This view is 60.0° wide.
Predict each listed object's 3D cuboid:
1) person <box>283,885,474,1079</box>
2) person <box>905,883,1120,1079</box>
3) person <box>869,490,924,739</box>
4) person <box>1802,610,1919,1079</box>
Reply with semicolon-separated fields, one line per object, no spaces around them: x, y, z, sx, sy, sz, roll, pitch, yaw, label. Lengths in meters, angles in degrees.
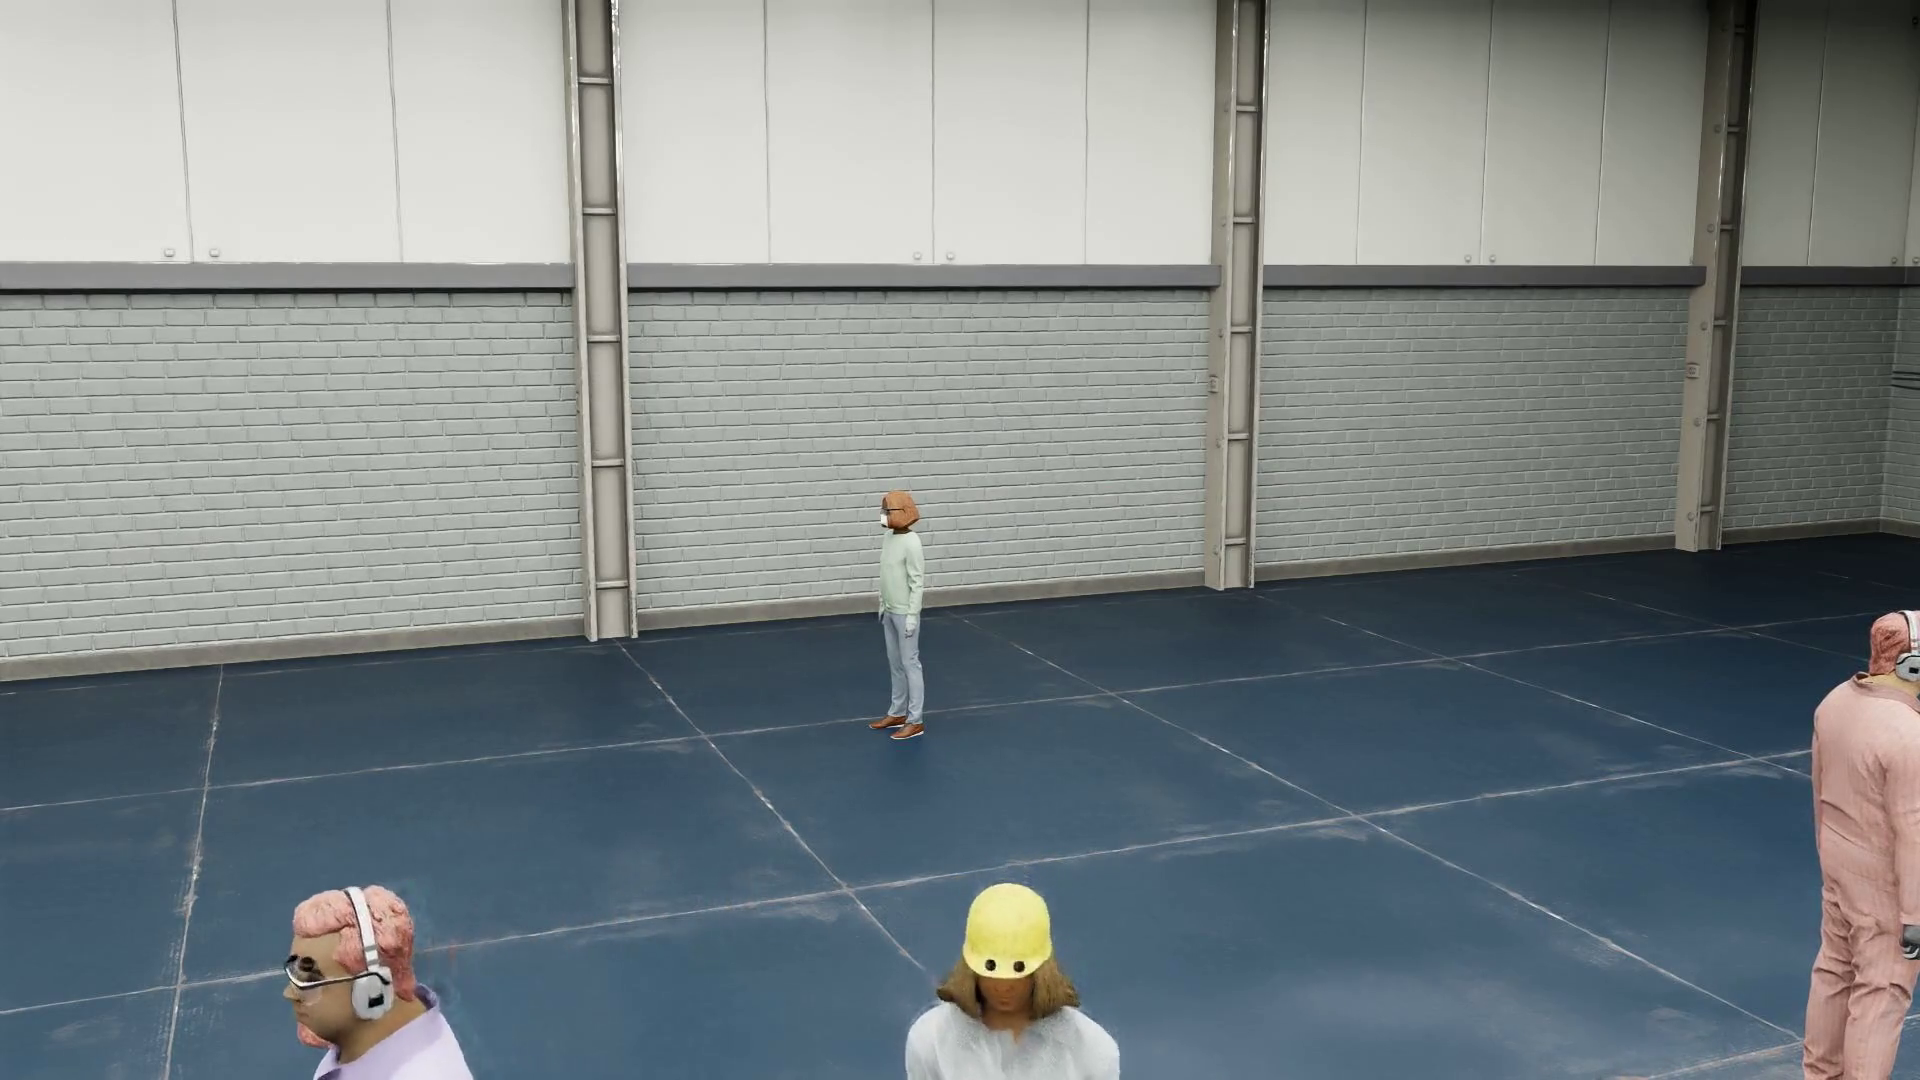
-1.150;1.590;3.205;0.506;1.889;0.650;-5;10;-30;person
0.121;1.578;3.789;0.489;1.728;0.478;1;9;5;person
-0.402;0.484;10.950;0.279;1.633;0.501;-5;10;-28;person
3.192;1.178;5.740;0.408;1.906;0.654;0;9;3;person
